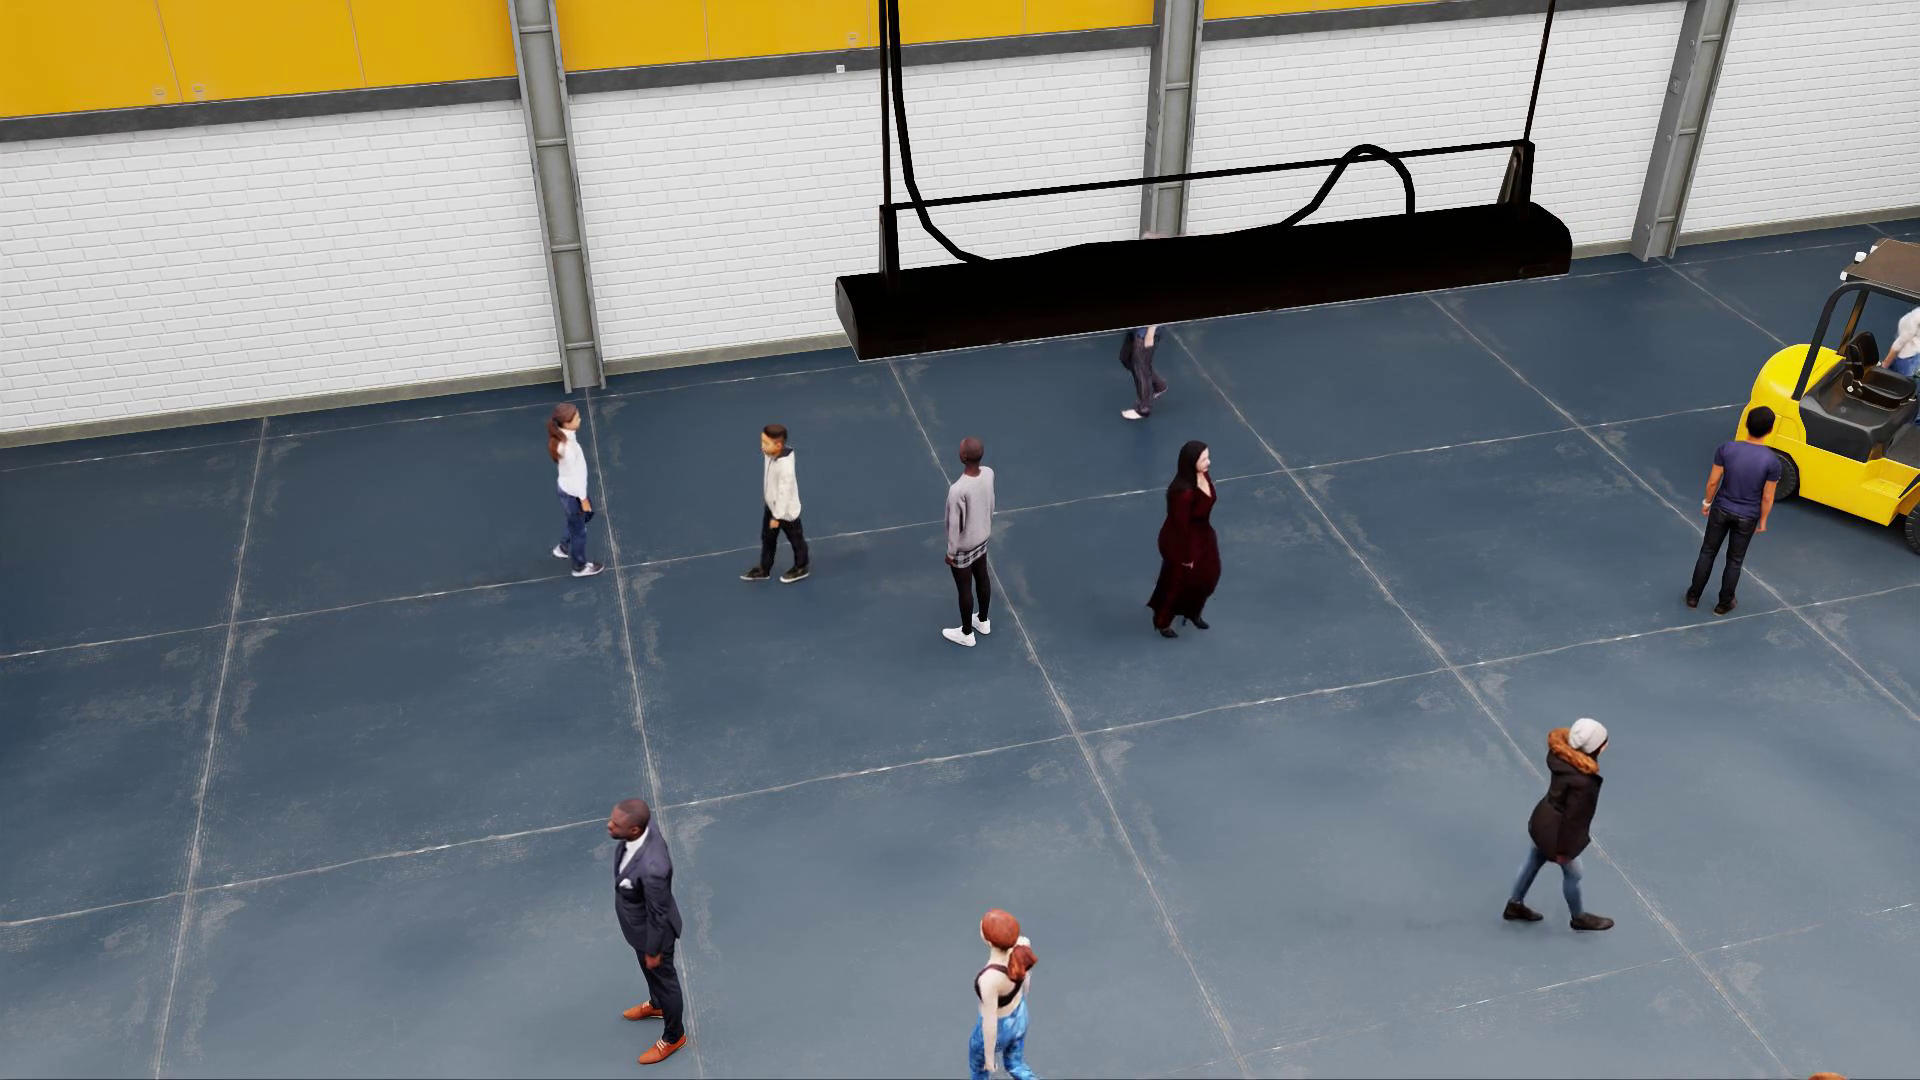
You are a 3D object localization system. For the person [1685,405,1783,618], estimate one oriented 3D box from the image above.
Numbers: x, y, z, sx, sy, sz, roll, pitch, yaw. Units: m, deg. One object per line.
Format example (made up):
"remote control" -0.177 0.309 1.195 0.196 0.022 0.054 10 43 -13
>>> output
"person" 5.955 -0.215 12.791 0.709 1.787 0.757 20 38 27

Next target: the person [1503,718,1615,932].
"person" 3.546 1.725 10.027 0.952 1.616 0.790 1 34 2

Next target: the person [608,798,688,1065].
"person" -1.730 2.125 9.238 0.637 1.824 0.713 -13 36 -18

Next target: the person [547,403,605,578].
"person" -3.166 -0.378 13.255 0.600 1.546 0.536 -10 35 -15

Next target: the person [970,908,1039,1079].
"person" 0.289 2.593 8.587 0.989 1.765 1.024 25 41 32

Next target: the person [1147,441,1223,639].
"person" 1.612 -0.007 12.517 0.939 1.744 0.878 14 36 20

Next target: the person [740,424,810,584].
"person" -1.350 -0.293 13.225 0.856 1.437 0.722 -19 38 -26

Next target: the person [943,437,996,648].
"person" 0.082 0.002 12.478 0.762 1.772 0.666 25 41 32

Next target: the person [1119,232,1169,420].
"person" 1.801 -1.976 15.379 0.726 1.855 0.704 -5 34 -8

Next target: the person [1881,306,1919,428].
"person" 8.555 -1.543 14.876 1.046 1.691 1.129 27 42 35
